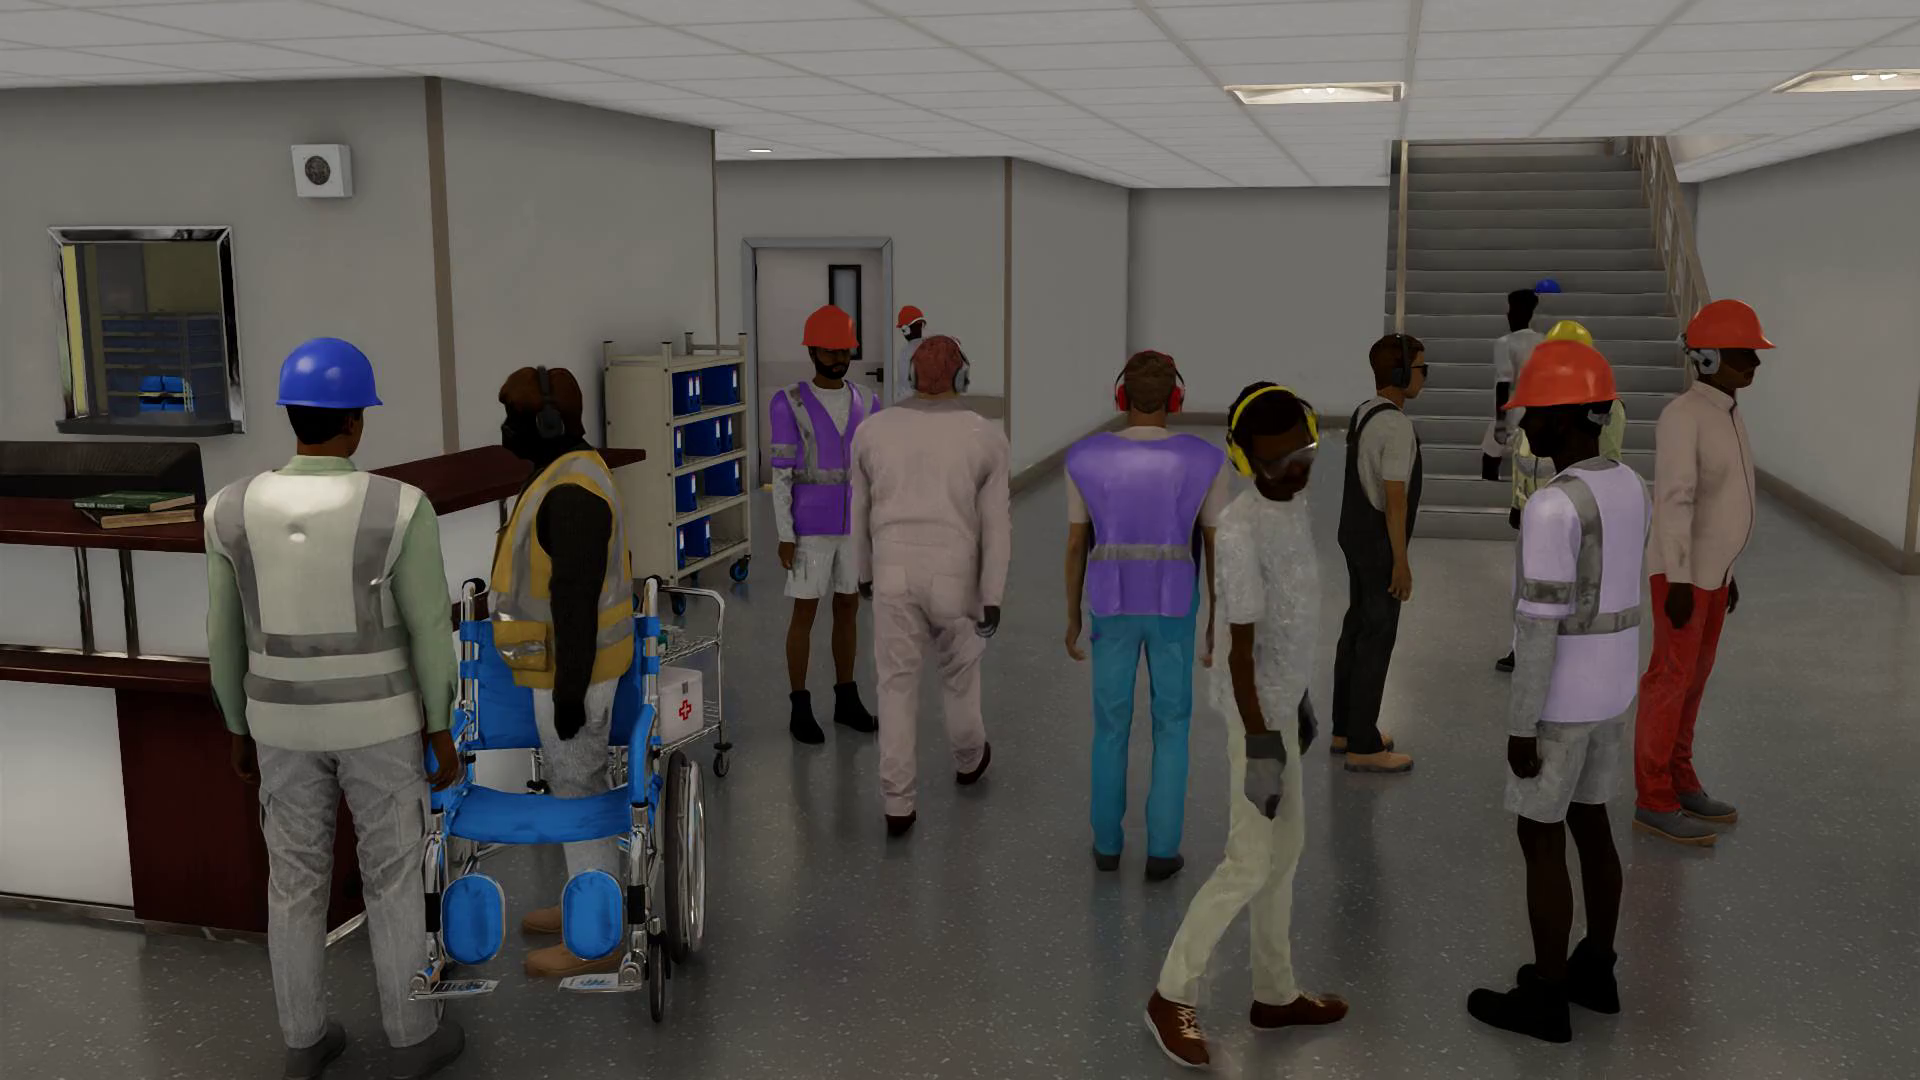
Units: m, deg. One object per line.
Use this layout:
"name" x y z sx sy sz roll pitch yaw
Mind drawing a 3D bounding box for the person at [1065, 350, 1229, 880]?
"person" 0.639 0.269 5.769 0.562 1.836 0.404 1 10 7

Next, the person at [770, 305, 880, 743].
"person" -0.575 -0.072 7.440 0.543 1.938 0.356 -7 12 -34

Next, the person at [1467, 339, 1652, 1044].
"person" 1.652 0.417 4.598 0.550 1.928 0.390 -9 13 -42

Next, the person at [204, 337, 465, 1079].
"person" -1.590 0.459 4.278 0.618 1.945 0.395 0 10 1

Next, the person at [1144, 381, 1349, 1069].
"person" 0.782 0.486 4.475 0.513 1.837 0.638 4 11 24

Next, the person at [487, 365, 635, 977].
"person" -1.206 0.387 5.058 0.429 1.835 0.631 -3 10 -16

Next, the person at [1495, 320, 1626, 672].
"person" 3.040 -0.192 8.451 0.403 1.834 0.589 -7 12 -35

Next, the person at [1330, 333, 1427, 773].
"person" 1.771 0.054 6.997 0.343 1.838 0.509 -1 10 -3

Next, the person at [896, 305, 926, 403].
"person" -0.390 -1.100 14.048 0.339 1.747 0.563 5 11 26

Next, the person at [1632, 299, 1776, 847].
"person" 2.754 0.113 6.179 0.383 1.996 0.609 8 13 40

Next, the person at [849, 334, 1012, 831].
"person" -0.113 0.139 6.441 0.653 1.855 0.989 2 10 10
